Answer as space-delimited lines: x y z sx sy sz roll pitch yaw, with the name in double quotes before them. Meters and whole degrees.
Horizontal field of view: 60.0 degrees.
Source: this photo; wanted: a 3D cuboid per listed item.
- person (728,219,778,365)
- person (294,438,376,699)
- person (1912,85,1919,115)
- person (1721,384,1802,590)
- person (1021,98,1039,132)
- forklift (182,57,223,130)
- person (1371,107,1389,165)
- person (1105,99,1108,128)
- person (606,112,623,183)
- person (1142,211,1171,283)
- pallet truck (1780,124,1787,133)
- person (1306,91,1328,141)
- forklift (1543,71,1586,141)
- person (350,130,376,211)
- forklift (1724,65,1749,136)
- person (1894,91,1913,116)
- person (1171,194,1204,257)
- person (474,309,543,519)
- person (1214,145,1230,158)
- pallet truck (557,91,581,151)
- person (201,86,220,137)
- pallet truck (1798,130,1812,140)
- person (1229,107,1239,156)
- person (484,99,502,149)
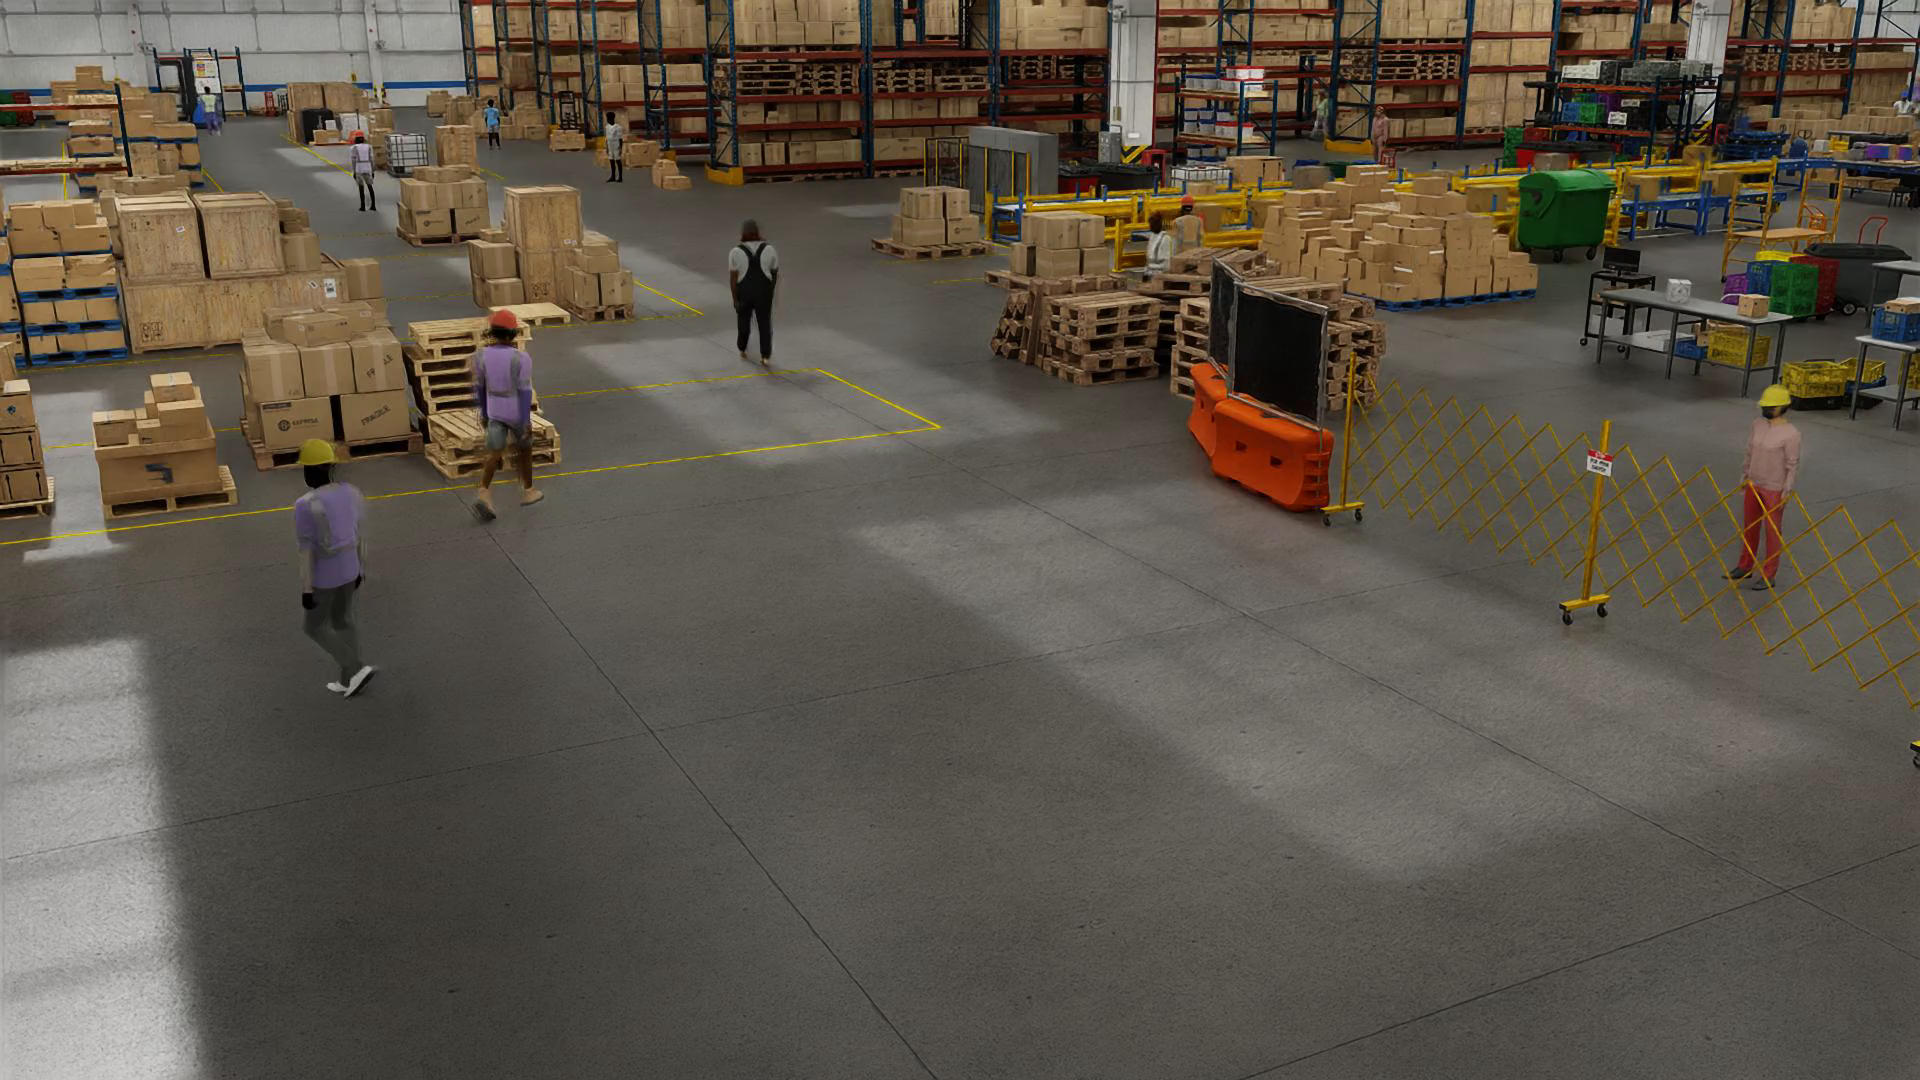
"person" -2.868 -3.475 23.021 0.691 2.000 1.059 -5 19 -16
"person" -4.409 0.223 11.702 0.460 1.908 0.604 7 19 20
"person" 41.077 -18.800 71.035 0.550 1.886 0.977 -6 19 -18
"person" 6.787 -0.450 14.036 0.329 1.765 0.533 -6 19 -19
"person" 2.356 -13.575 54.754 0.516 1.886 0.669 -17 24 -42
"forklift" -30.624 -17.792 66.301 1.873 2.768 1.129 -9 20 -26
"person" 12.590 -12.071 50.062 0.399 1.900 0.636 -10 20 -29
"person" 5.617 -15.993 62.070 0.631 2.023 0.431 -16 24 -41
"person" -9.691 -10.992 46.582 0.608 1.963 0.374 13 22 35
"person" 2.933 -3.966 24.821 0.437 1.867 0.615 -4 18 -13
"pallet truck" 25.206 -12.542 52.601 1.601 1.201 0.680 0 18 -2
"person" 13.207 -15.541 61.026 0.955 1.790 0.591 -10 20 -29
"forklift" 18.685 -13.231 52.085 1.873 2.768 1.129 -9 20 -26
"person" -14.434 -8.931 40.224 0.539 1.929 0.392 -15 23 -39
"forklift" 26.806 -15.244 58.359 1.873 2.768 1.129 -13 22 -34
"person" 32.734 -14.598 57.847 0.608 1.946 0.406 8 20 25
"person" 3.574 -4.504 26.397 0.551 1.934 0.373 -6 19 -19
"person" -4.422 -1.215 16.055 0.622 2.008 0.993 4 18 13
"person" 7.147 -10.549 45.664 0.695 1.666 0.551 -8 19 -23
"pallet truck" -13.495 -14.412 57.188 0.823 1.965 1.885 -3 18 -9
"person" -28.338 -16.197 62.920 0.595 1.900 0.754 -15 23 -40
"pallet truck" 25.526 -11.556 49.408 1.630 1.274 0.653 -9 20 -26
"person" 9.069 -13.617 55.377 0.508 1.573 0.875 -11 21 -30
"person" -16.177 -14.386 57.592 0.535 1.697 0.318 -1 18 -4
